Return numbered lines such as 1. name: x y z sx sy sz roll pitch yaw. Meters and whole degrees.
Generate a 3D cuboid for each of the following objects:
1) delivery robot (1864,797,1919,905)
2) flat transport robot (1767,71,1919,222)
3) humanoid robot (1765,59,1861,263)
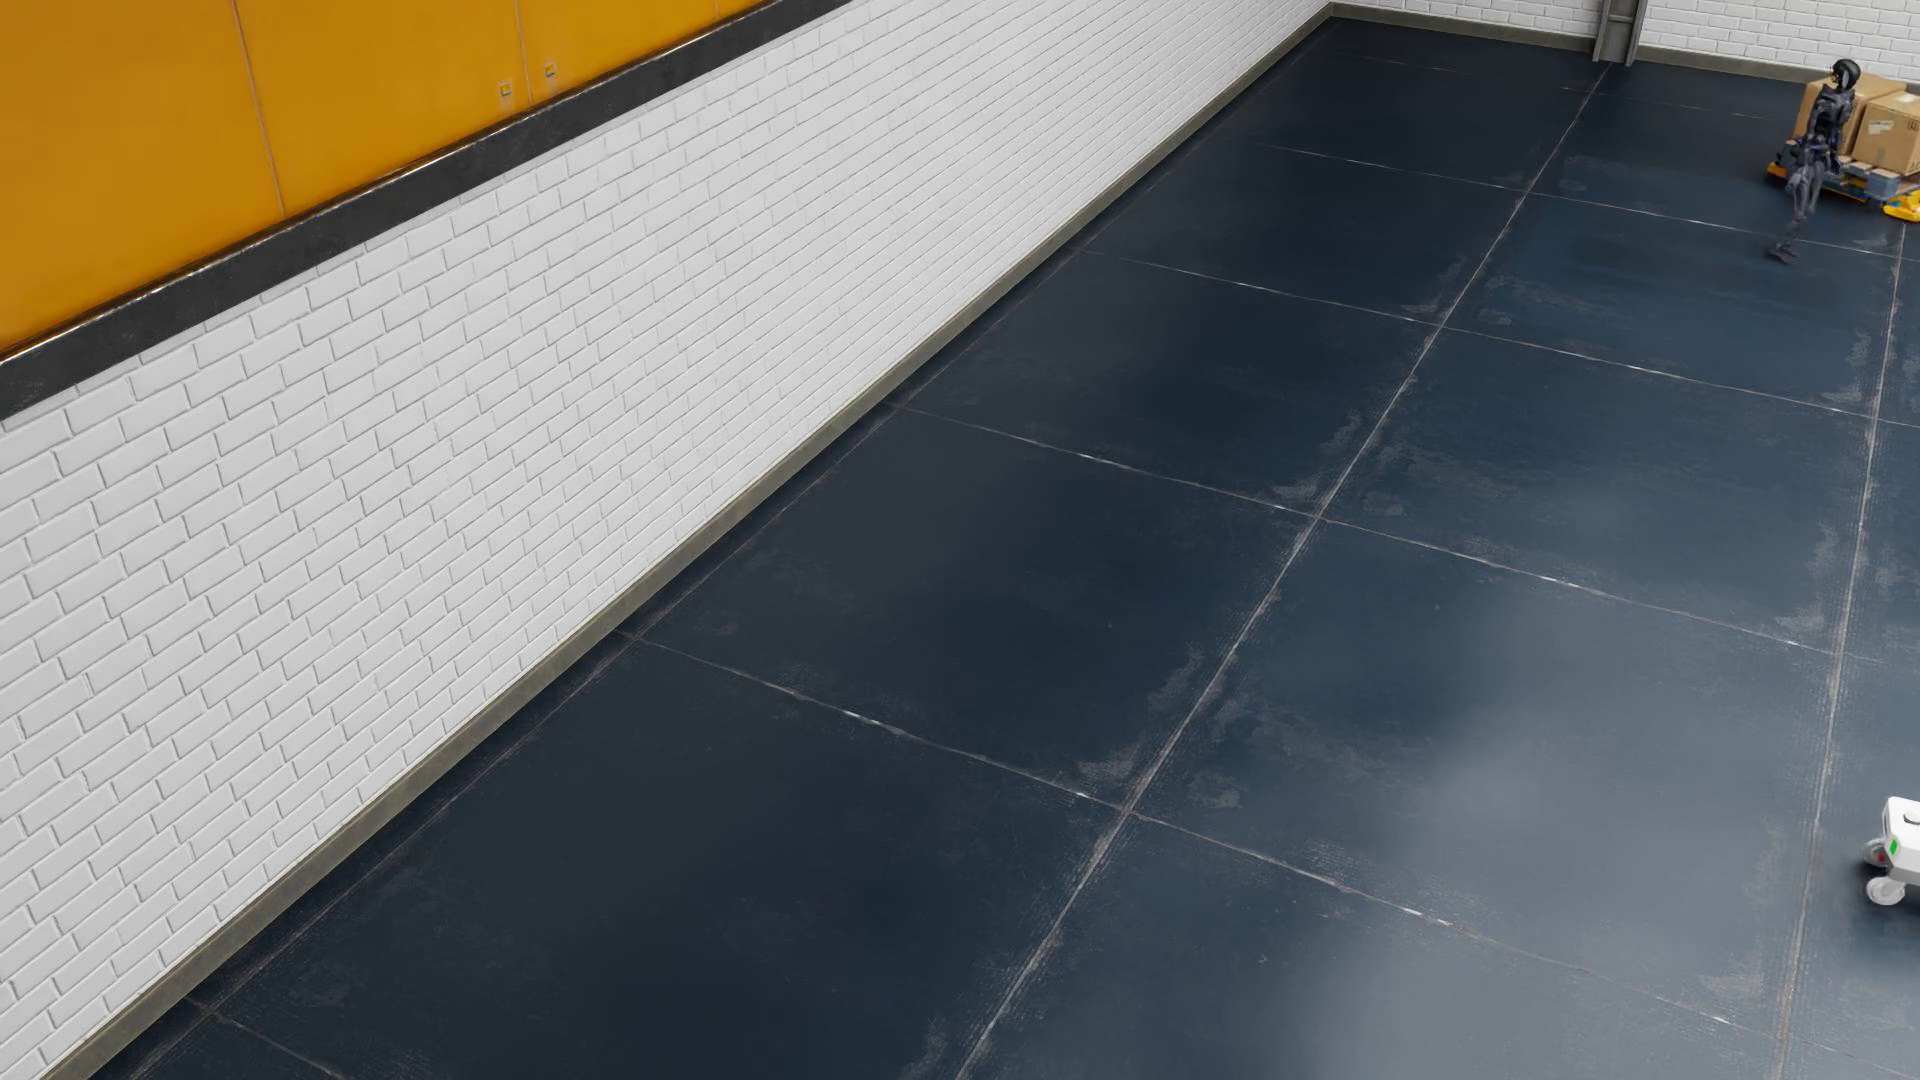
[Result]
1. delivery robot: 4.580 1.461 7.557 0.807 0.606 0.499 13 36 18
2. flat transport robot: 7.997 -3.185 14.716 0.659 0.231 1.431 -21 39 -28
3. humanoid robot: 6.794 -3.018 13.203 0.611 1.645 0.322 -23 40 -30
